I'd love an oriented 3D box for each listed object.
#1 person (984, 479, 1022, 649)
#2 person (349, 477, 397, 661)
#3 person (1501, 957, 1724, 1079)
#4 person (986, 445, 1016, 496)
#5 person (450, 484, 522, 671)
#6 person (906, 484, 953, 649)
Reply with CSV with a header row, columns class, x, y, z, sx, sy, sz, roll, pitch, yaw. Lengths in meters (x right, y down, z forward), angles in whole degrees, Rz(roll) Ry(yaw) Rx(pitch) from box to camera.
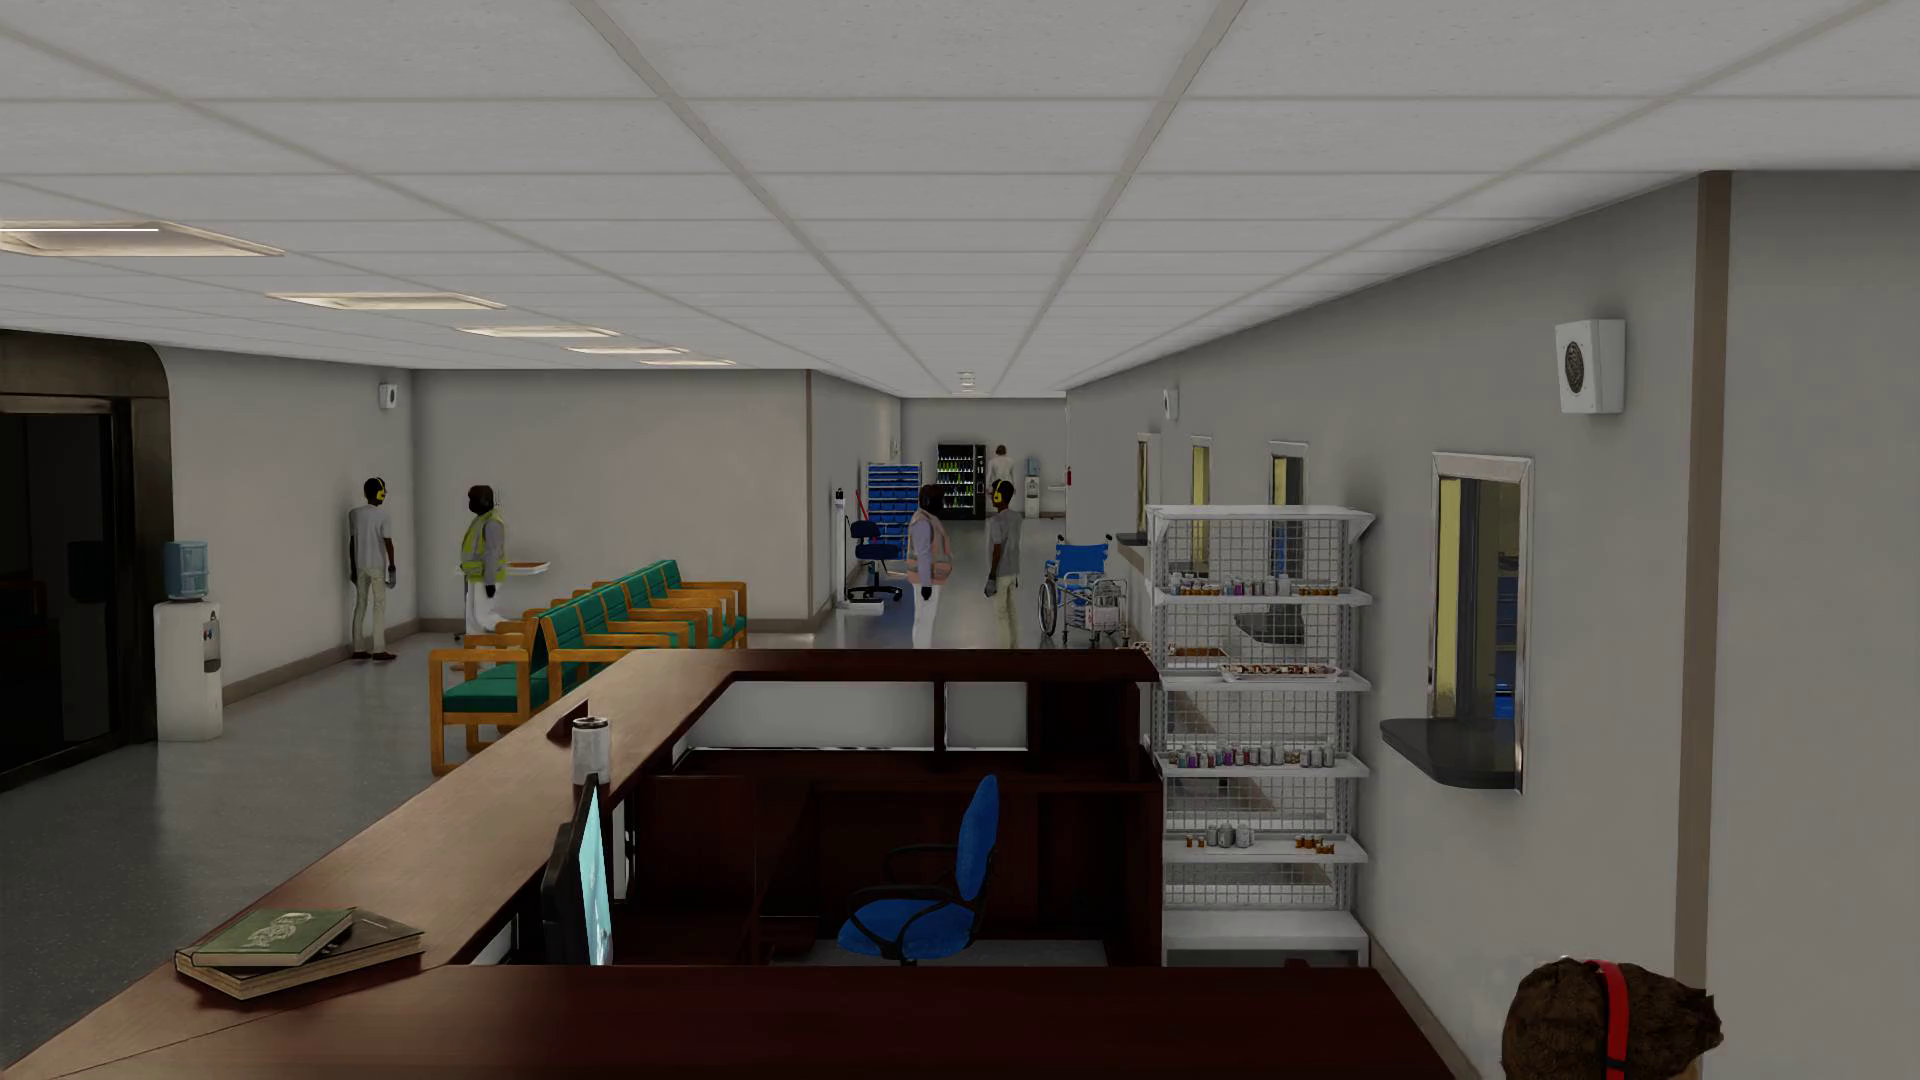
class,x,y,z,sx,sy,sz,roll,pitch,yaw
person,0.402,0.351,15.947,0.328,1.872,0.513,2,5,29
person,-5.934,0.299,16.795,0.518,1.860,0.342,1,4,16
person,0.573,1.375,2.000,0.835,1.811,0.602,0,4,4
person,0.892,-1.191,37.423,0.658,1.885,1.001,-1,4,-19
person,-4.571,0.365,16.124,0.701,1.818,0.643,-2,5,-28
person,-0.283,0.389,15.633,0.430,1.839,0.626,0,4,4
